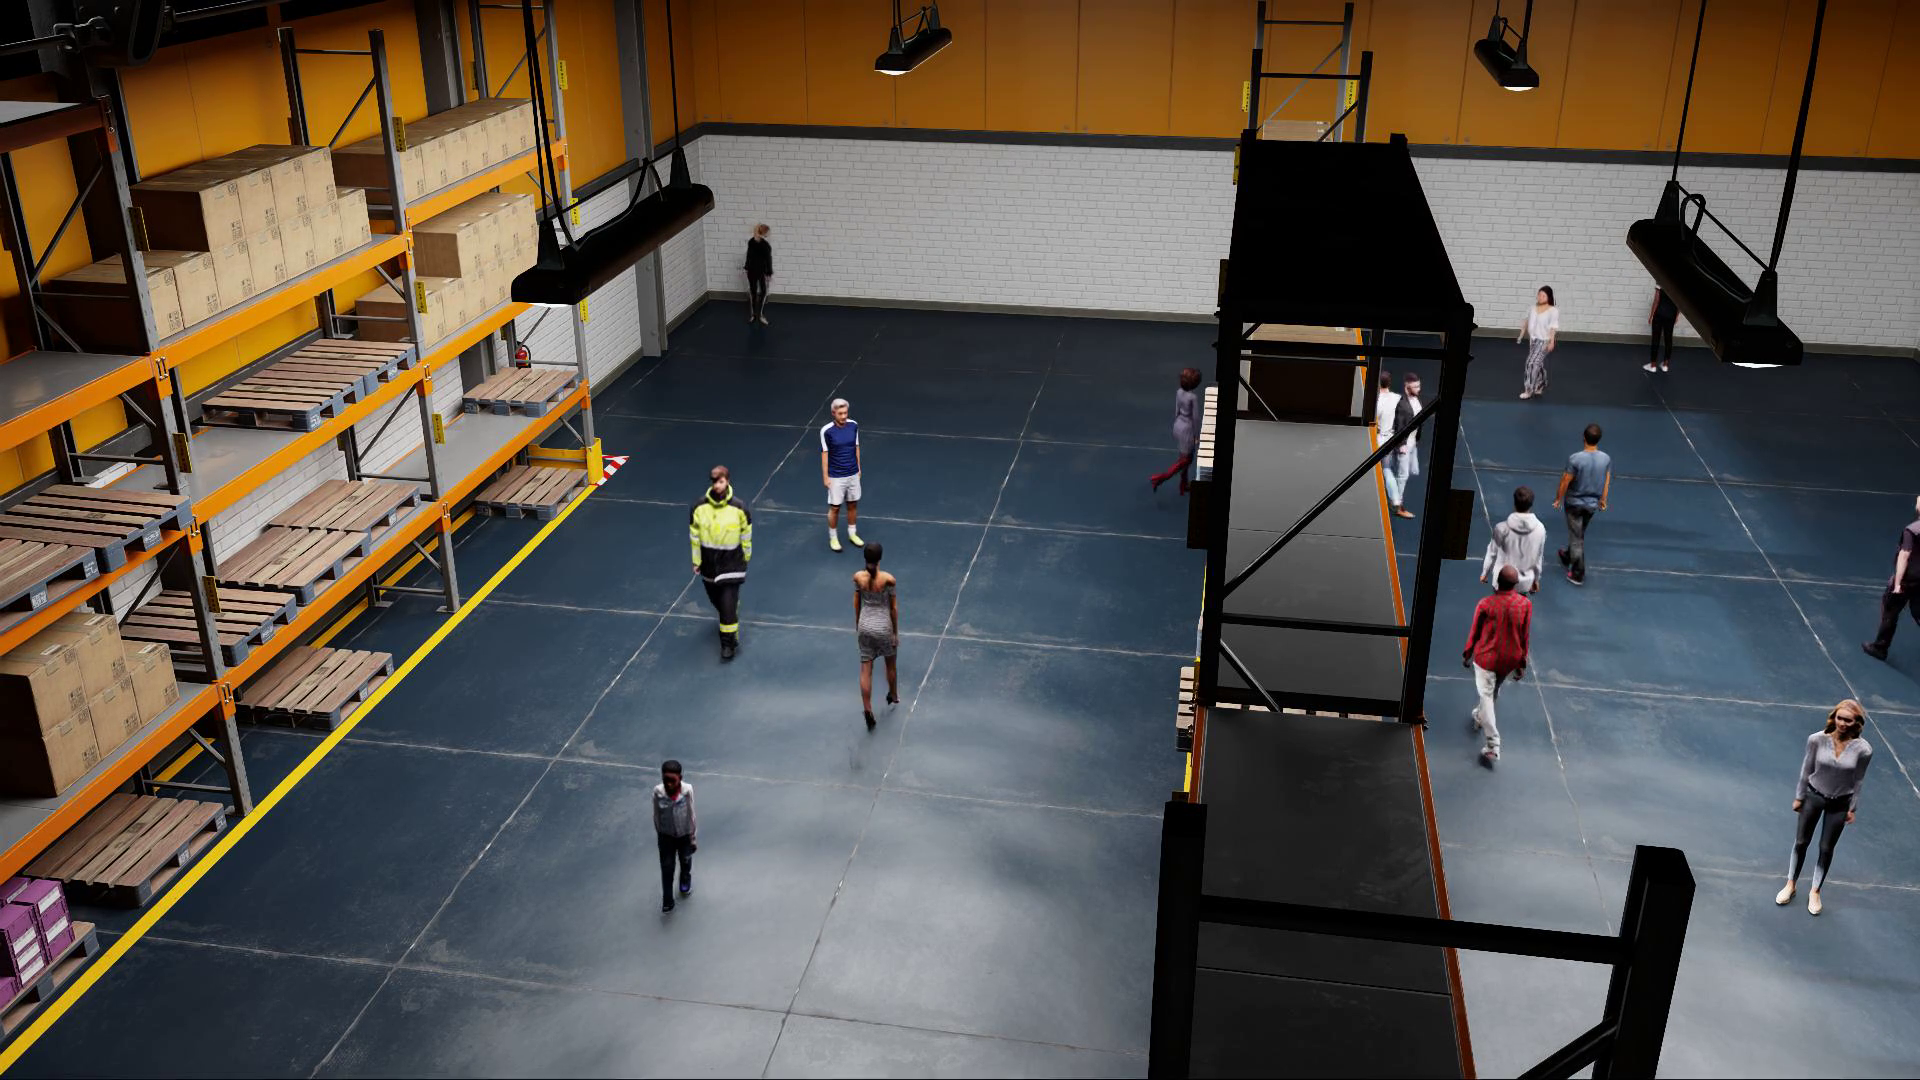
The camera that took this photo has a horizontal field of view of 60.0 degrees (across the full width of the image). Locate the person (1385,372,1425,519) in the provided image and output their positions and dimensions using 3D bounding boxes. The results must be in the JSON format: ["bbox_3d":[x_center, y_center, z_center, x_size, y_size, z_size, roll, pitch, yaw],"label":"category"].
[{"bbox_3d":[5.278,-1.166,19.963,0.912,1.822,0.844,15,28,30],"label":"person"}]

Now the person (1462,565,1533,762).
[{"bbox_3d":[4.790,1.104,14.816,0.766,1.786,1.216,2,24,4],"label":"person"}]

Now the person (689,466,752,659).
[{"bbox_3d":[-2.402,0.148,16.806,0.863,1.943,1.251,1,24,3],"label":"person"}]

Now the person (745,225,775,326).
[{"bbox_3d":[-3.394,-4.400,27.545,0.741,1.676,0.664,5,24,12],"label":"person"}]

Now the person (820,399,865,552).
[{"bbox_3d":[-1.355,-0.776,19.060,0.724,1.832,0.779,-15,28,-30],"label":"person"}]

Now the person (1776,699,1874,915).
[{"bbox_3d":[6.619,2.015,12.718,0.656,1.796,0.635,14,27,29],"label":"person"}]

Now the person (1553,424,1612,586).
[{"bbox_3d":[6.838,-0.360,18.161,0.881,1.790,1.070,-4,24,-9],"label":"person"}]

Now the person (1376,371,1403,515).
[{"bbox_3d":[5.065,-1.100,19.796,0.895,1.835,0.989,-7,25,-16],"label":"person"}]

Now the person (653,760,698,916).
[{"bbox_3d":[-2.198,2.229,12.933,0.627,1.233,0.890,-1,24,-3],"label":"person"}]

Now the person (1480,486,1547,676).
[{"bbox_3d":[5.410,0.436,16.187,0.790,1.912,0.884,-2,24,-5],"label":"person"}]

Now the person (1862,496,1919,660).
[{"bbox_3d":[9.445,0.419,16.334,0.974,1.825,1.182,-6,24,-14],"label":"person"}]

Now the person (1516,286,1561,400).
[{"bbox_3d":[8.460,-2.881,24.093,0.980,1.656,0.943,-9,25,-20],"label":"person"}]

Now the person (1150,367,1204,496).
[{"bbox_3d":[2.703,-1.274,20.374,1.015,1.691,1.007,-14,27,-28],"label":"person"}]

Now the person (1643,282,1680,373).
[{"bbox_3d":[10.681,-3.408,25.206,0.673,1.730,0.646,-3,24,-6],"label":"person"}]

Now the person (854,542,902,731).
[{"bbox_3d":[-0.806,0.910,15.242,0.717,1.800,0.909,8,25,17],"label":"person"}]
